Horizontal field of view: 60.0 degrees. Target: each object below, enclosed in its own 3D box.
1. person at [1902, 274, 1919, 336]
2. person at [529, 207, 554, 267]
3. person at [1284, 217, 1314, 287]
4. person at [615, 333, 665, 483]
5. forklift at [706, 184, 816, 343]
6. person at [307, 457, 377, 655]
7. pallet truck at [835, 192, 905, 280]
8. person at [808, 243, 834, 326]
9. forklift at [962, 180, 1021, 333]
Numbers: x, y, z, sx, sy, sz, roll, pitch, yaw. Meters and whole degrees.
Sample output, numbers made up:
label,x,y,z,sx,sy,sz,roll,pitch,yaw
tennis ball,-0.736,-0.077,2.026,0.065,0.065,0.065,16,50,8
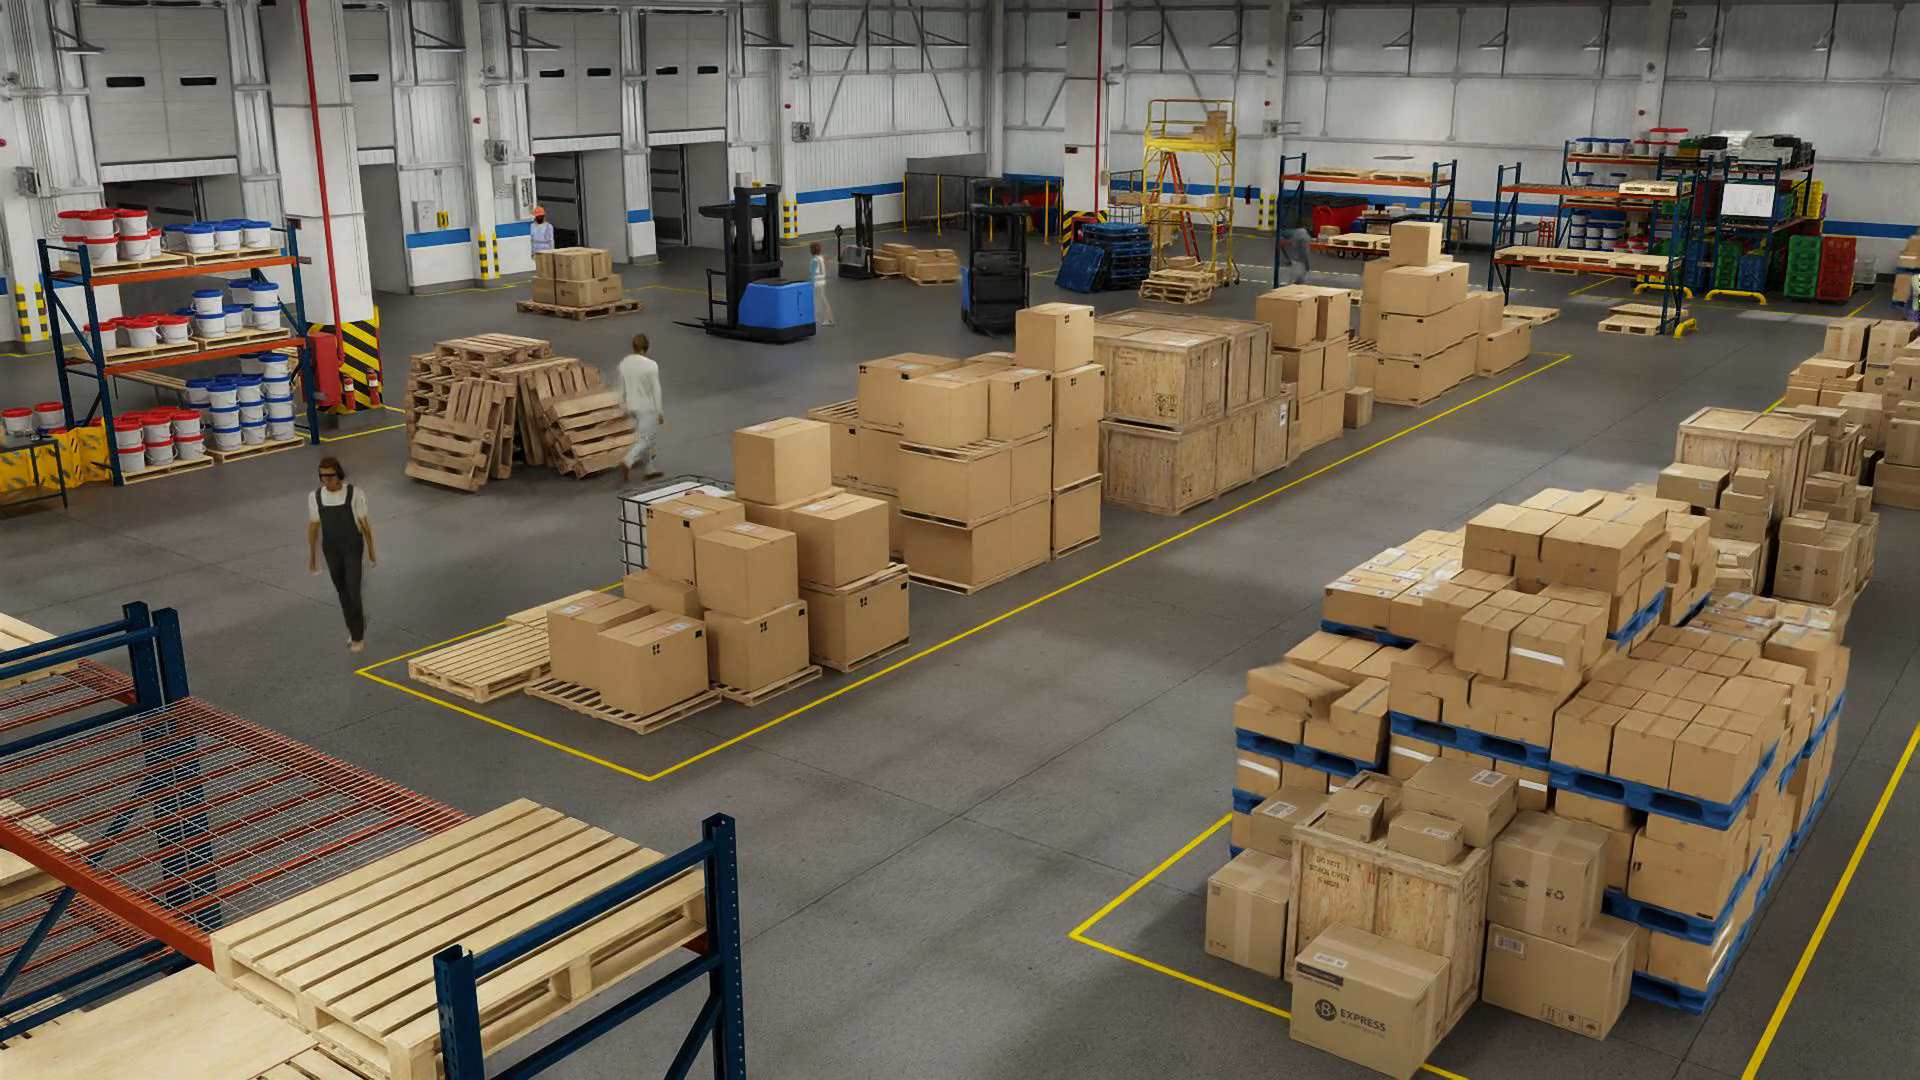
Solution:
label,x,y,z,sx,sy,sz,roll,pitch,yaw
person,16.307,-3.840,28.180,0.594,1.886,0.631,-13,21,-37
person,-9.079,-6.244,36.099,0.574,1.932,0.442,5,17,15
person,7.153,-5.800,34.720,1.028,1.859,0.695,-2,17,-5
person,-4.045,-1.626,20.819,0.651,1.914,0.744,13,21,37
forklift,-3.717,-5.181,30.929,1.873,2.768,1.129,12,21,35
person,-5.624,0.152,15.066,0.559,1.819,0.722,-1,17,-3
pallet truck,-1.936,-7.159,38.982,1.885,1.965,0.823,-12,21,-34
person,-2.853,-4.981,32.438,0.840,1.595,0.532,2,17,7
forklift,0.678,-5.510,32.020,1.129,2.768,1.873,-2,17,-7
